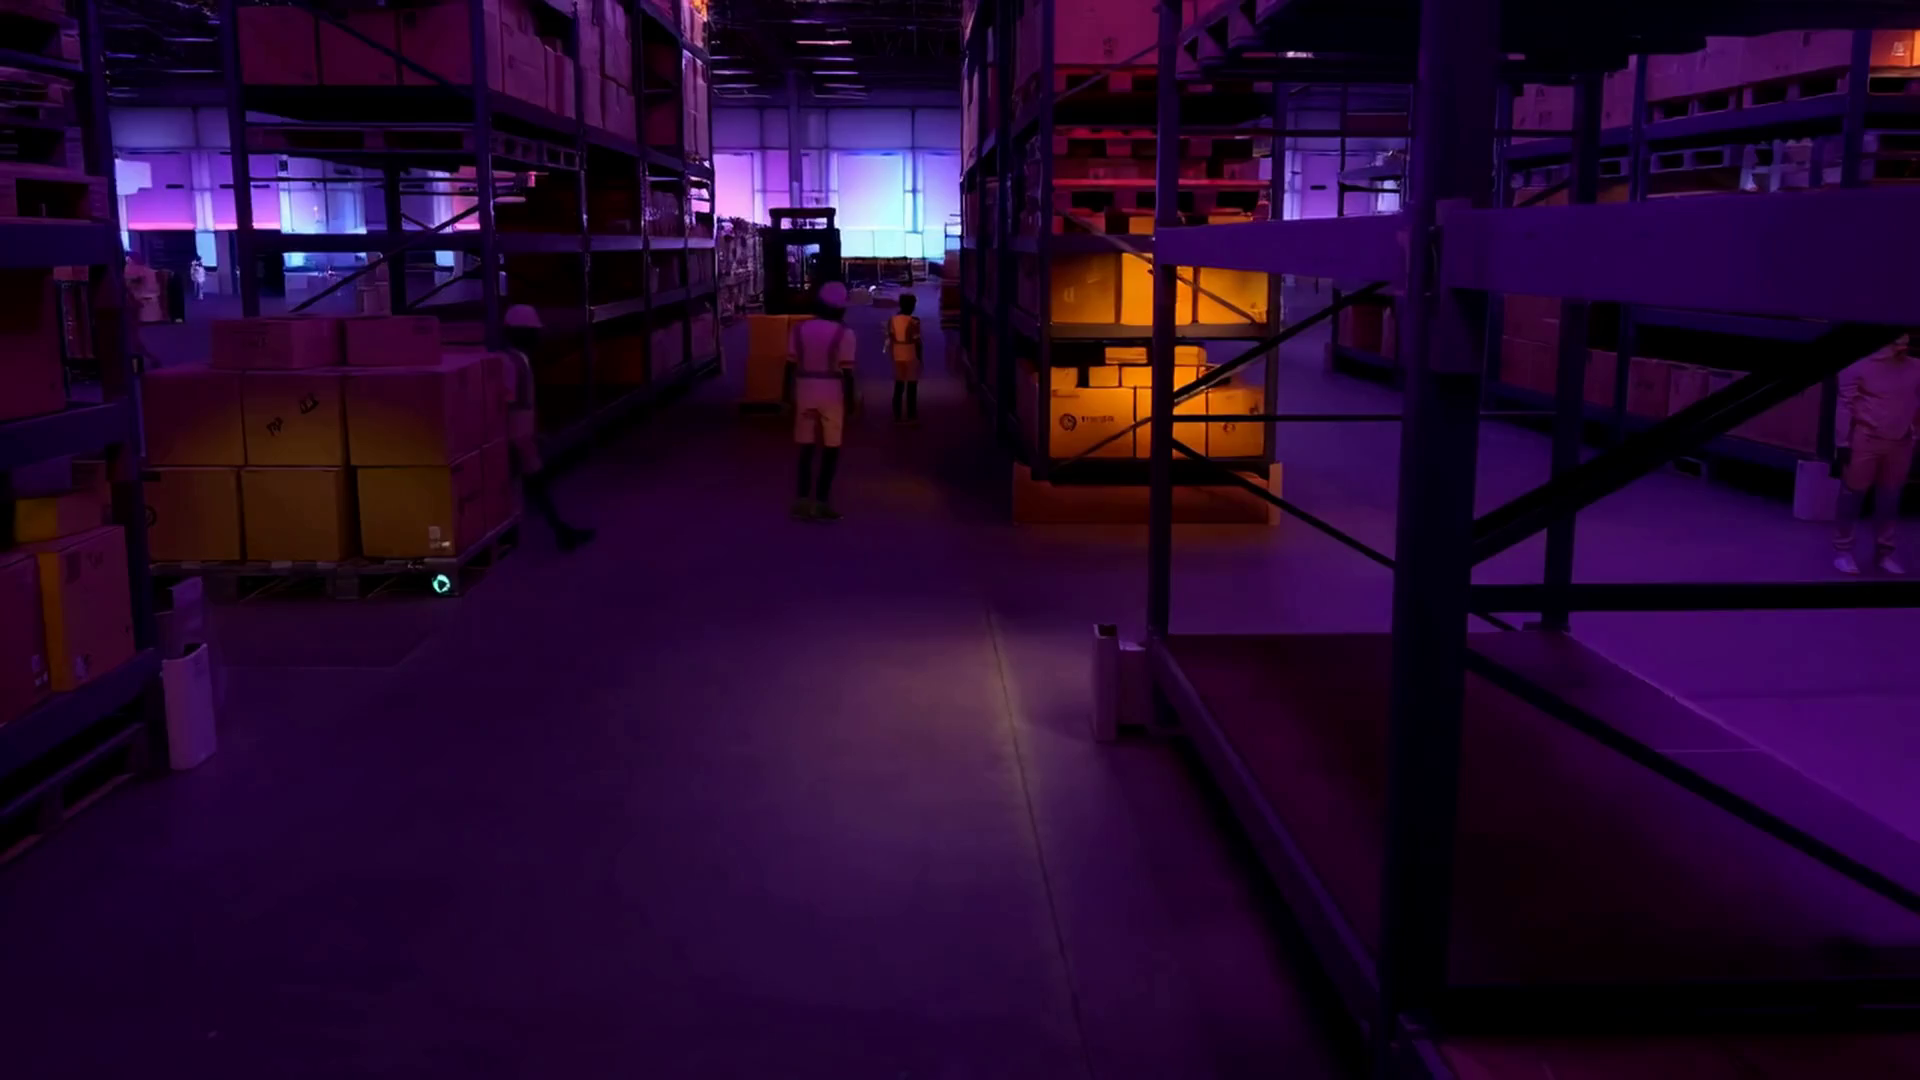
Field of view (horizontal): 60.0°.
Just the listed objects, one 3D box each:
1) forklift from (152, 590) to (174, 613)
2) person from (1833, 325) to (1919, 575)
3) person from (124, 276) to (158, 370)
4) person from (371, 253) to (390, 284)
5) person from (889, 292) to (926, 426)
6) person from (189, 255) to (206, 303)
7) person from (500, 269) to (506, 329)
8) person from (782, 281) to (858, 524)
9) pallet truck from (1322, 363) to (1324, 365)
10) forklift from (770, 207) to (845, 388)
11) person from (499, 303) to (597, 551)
[{"bbox_3d":[-5.858,-0.811,9.639,1.873,2.768,1.129,-1,10,-3],"label":"forklift"},{"bbox_3d":[6.501,-0.693,11.733,0.642,1.900,0.401,0,10,-2],"label":"person"},{"bbox_3d":[-14.561,-3.775,29.318,0.523,1.747,0.612,5,11,26],"label":"person"},{"bbox_3d":[-21.718,-9.772,62.310,0.771,1.903,0.474,-6,12,-29],"label":"person"},{"bbox_3d":[-0.677,-2.308,21.266,0.537,1.698,0.320,9,14,42],"label":"person"},{"bbox_3d":[-29.405,-10.071,64.197,0.429,1.834,0.675,4,11,23],"label":"person"},{"bbox_3d":[-12.439,-6.623,44.659,0.543,1.932,0.376,4,11,22],"label":"person"},{"bbox_3d":[-1.158,-1.144,13.904,0.684,2.019,0.470,4,11,21],"label":"person"},{"bbox_3d":[7.712,-4.157,30.737,1.885,1.965,0.823,3,11,16],"label":"pallet truck"},{"bbox_3d":[-2.250,-3.400,24.062,1.129,2.768,1.873,0,10,-2],"label":"forklift"},{"bbox_3d":[-3.300,-0.842,12.605,1.008,1.879,0.566,-1,10,-4],"label":"person"}]
